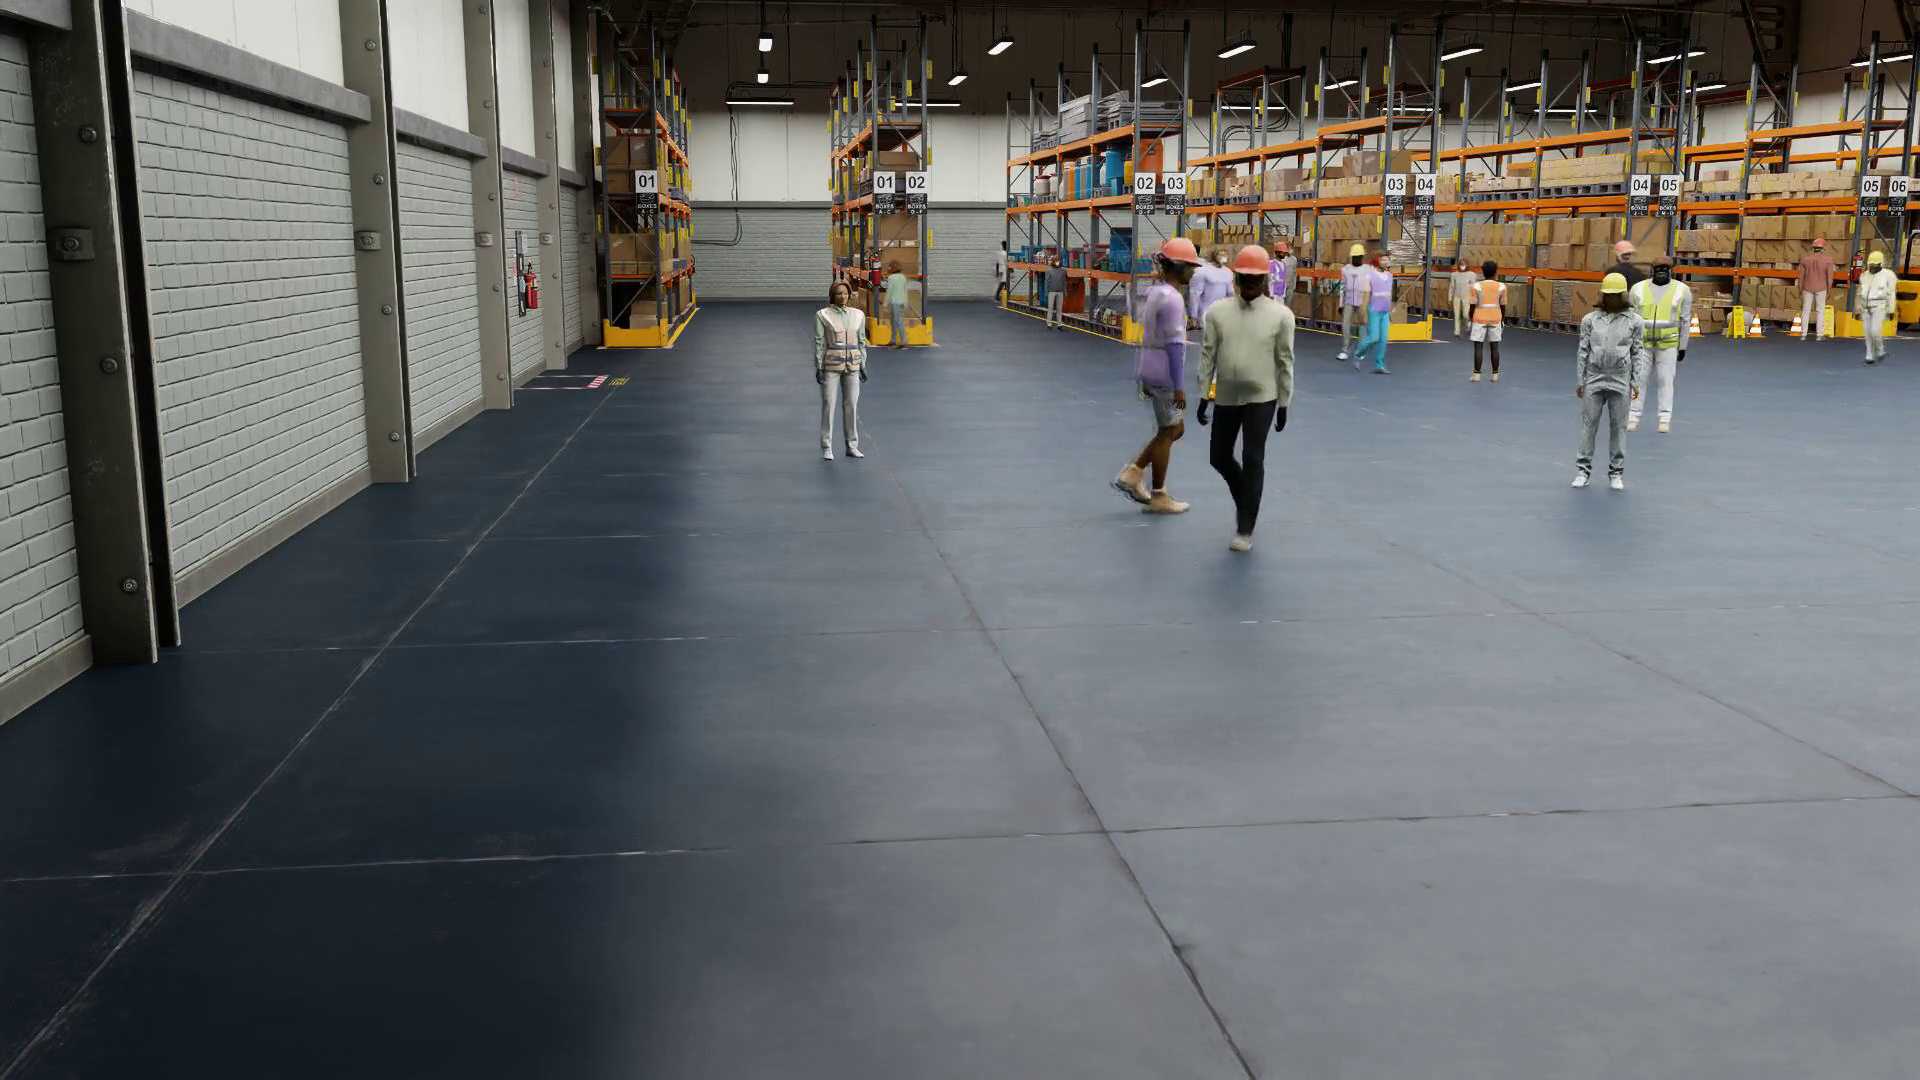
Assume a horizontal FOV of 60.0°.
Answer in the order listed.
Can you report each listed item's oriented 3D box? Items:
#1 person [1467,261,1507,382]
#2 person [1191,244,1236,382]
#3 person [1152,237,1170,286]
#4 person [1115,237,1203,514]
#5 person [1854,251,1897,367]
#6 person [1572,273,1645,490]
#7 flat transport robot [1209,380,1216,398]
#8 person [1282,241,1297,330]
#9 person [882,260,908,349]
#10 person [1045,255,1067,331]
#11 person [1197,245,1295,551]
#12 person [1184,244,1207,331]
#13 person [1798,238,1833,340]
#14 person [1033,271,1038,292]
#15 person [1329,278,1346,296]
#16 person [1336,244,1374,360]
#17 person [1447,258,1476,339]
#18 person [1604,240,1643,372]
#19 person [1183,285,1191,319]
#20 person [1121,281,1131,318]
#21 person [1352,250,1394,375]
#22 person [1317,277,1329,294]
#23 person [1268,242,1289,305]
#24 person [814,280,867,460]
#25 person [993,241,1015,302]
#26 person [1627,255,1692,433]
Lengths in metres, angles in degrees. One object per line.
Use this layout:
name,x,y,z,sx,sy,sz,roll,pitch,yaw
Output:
person,7.358,-3.048,23.244,0.540,1.695,0.317,0,10,0
person,3.520,-3.080,22.805,0.672,1.917,0.790,-6,12,-32
person,5.127,-6.577,41.763,0.628,1.996,0.955,2,11,13
person,1.501,-1.187,12.149,0.511,2.021,0.618,0,10,-3
person,14.263,-3.600,25.973,0.445,1.802,0.634,-5,12,-27
person,5.215,-1.271,13.384,0.492,1.740,0.325,5,11,24
flat transport robot,3.530,-1.941,21.087,0.652,0.197,1.431,4,11,21
person,7.049,-5.496,36.051,0.625,1.931,0.376,-7,13,-35
person,-1.223,-4.265,30.149,0.693,1.607,0.500,5,12,28
person,2.084,-5.360,36.096,0.507,1.632,0.275,-3,11,-16
person,1.898,-0.948,10.965,0.625,1.976,0.756,5,12,26
person,5.081,-5.440,35.903,0.518,1.865,0.323,-5,11,-25
person,16.793,-4.914,32.657,0.608,1.996,0.382,7,13,35
person,2.408,-7.705,48.626,0.543,1.750,0.556,-8,13,-36
person,9.271,-6.258,40.644,0.524,1.772,0.301,-1,10,-5
person,6.453,-3.878,27.254,0.636,1.892,0.862,6,12,32
person,9.932,-4.773,32.930,0.513,1.616,0.370,6,12,29
person,9.294,-3.203,23.327,0.632,1.980,0.673,-3,11,-18
person,5.484,-6.259,40.667,0.597,1.777,0.958,4,11,20
person,4.241,-6.511,41.803,0.348,1.863,0.515,9,14,40
person,6.154,-3.358,24.591,0.565,1.831,0.526,-8,13,-36
person,10.195,-7.443,46.766,0.580,1.901,0.880,0,10,2
person,6.095,-4.731,31.857,0.386,1.930,0.541,10,14,42
person,-1.092,-1.555,15.216,0.522,1.640,0.306,-5,12,-28
person,1.387,-8.393,51.985,1.026,1.923,0.618,-9,13,-39
person,7.240,-2.031,17.297,0.626,1.838,0.429,6,12,29
